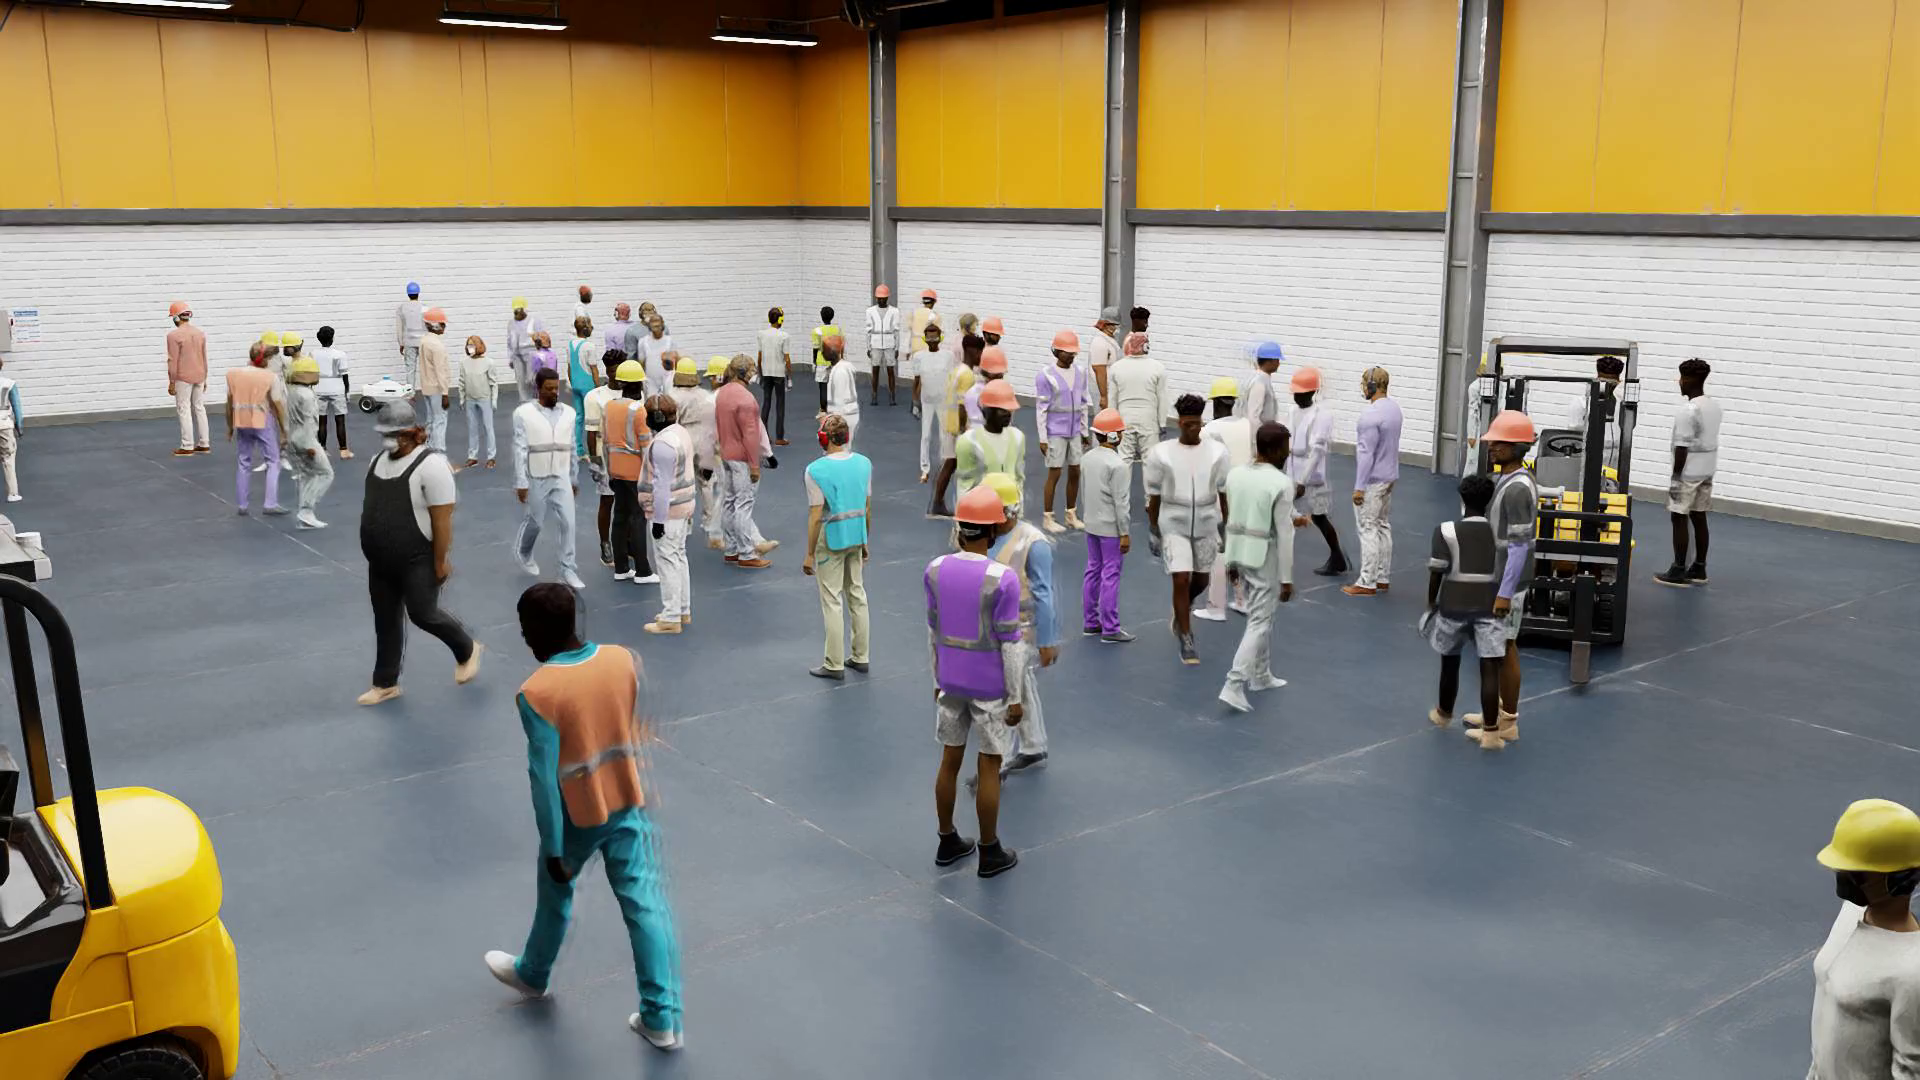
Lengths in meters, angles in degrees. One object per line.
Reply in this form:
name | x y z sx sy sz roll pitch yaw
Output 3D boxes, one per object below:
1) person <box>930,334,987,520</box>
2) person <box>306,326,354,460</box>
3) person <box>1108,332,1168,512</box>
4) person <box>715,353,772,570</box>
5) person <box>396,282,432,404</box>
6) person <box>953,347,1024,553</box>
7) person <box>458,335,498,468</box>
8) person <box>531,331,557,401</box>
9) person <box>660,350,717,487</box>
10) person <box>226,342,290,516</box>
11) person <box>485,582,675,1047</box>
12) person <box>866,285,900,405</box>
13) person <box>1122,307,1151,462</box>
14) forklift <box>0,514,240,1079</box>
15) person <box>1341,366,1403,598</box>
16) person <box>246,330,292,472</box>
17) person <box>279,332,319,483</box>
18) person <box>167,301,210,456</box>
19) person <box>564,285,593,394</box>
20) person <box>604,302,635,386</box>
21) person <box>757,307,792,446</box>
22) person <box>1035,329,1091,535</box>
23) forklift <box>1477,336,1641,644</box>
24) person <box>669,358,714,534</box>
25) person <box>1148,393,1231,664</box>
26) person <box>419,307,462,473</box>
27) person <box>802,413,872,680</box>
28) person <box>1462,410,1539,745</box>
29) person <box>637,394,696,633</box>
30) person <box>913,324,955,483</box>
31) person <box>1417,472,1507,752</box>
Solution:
person | 0.148 -1.151 17.109 1.009 1.906 0.631 -2 12 -9
person | -7.969 -1.855 21.028 0.539 1.695 0.319 0 12 1
person | 1.892 -1.245 17.591 0.636 1.903 0.405 4 12 18
person | -1.960 -0.701 14.886 0.370 1.934 0.627 -7 14 -31
person | -8.709 -3.153 26.679 0.605 1.951 0.383 -2 12 -8
person | 0.304 -0.770 15.181 0.615 1.986 0.995 -10 15 -41
person | -5.915 -1.700 20.429 0.498 1.634 0.284 2 12 11
person | -5.242 -1.825 21.045 0.319 1.631 0.524 3 12 14
person | -3.141 -1.359 18.869 0.851 1.598 0.497 4 12 19
person | -7.367 -1.149 17.322 0.643 1.829 0.389 1 12 4
person | -1.521 1.056 6.608 1.025 1.841 0.626 9 15 37
person | -1.224 -3.090 26.448 0.542 1.928 0.399 0 12 2
person | 2.197 -1.955 20.899 0.382 1.953 0.612 1 12 6
forklift | -3.687 1.115 5.480 2.313 2.155 1.214 -9 15 -36
person | 3.455 -0.483 13.850 0.374 1.929 0.636 8 14 34
person | -8.373 -1.672 20.104 0.625 1.724 0.392 -1 12 -7
person | -7.713 -1.548 19.406 0.337 1.757 0.518 -10 15 -40
person | -9.935 -2.068 21.385 0.410 1.980 0.627 4 12 17
person | -6.371 -3.310 27.690 0.594 1.854 0.653 -2 12 -9
person | -4.521 -2.244 22.401 0.406 1.906 0.654 11 16 44
person | -2.476 -2.176 22.211 0.527 1.856 0.331 5 13 22
person | 1.033 -1.062 16.406 0.615 2.029 0.409 -8 14 -35
forklift | 4.683 -0.471 13.136 1.214 2.155 2.313 4 12 20
person | -2.673 -0.928 16.438 0.483 1.745 0.300 -8 14 -35
person | 1.655 -0.122 12.087 0.610 1.939 0.842 -1 12 -4
person | -6.292 -1.800 20.044 0.395 1.992 0.617 -8 14 -35
person | -0.827 0.049 11.474 0.374 1.843 0.569 11 16 43
person | 3.293 0.228 10.124 0.372 2.043 0.615 3 12 15
person | -2.247 -0.207 12.753 0.429 1.832 0.634 1 12 3
person | -0.296 -1.585 19.338 0.512 1.861 0.325 0 12 -1
person | 3.104 0.415 10.145 0.583 1.688 0.477 2 12 9
